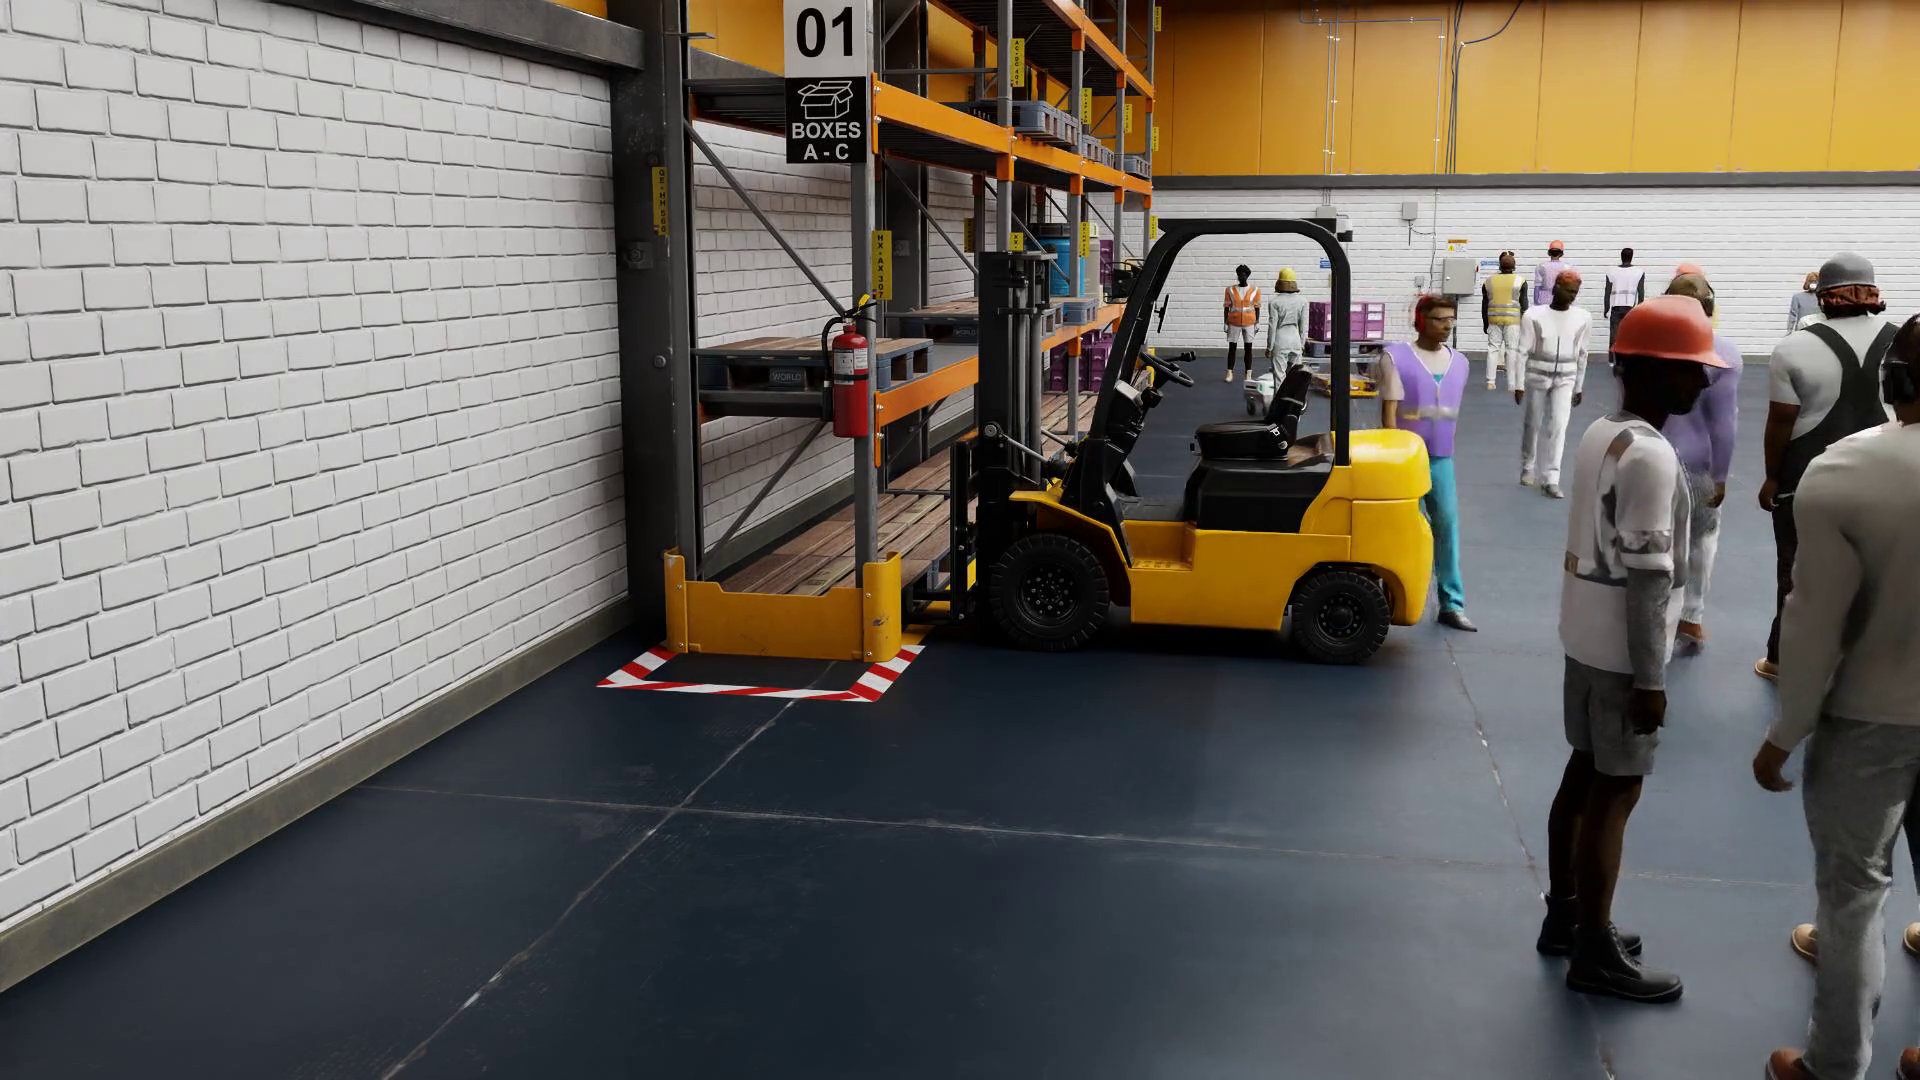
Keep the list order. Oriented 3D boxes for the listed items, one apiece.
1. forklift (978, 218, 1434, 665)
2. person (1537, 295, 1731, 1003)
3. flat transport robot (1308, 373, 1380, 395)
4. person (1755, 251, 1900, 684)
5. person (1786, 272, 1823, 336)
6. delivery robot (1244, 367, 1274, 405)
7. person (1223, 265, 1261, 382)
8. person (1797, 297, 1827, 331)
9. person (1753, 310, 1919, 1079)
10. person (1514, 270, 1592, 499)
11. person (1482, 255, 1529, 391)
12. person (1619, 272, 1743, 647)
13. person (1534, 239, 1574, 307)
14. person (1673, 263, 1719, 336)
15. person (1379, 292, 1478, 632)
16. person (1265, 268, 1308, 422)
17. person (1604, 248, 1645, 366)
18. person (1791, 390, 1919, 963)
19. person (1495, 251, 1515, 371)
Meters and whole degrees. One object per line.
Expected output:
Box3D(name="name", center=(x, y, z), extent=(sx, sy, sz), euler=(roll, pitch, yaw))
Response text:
Box3D(name="forklift", center=(1.285, -0.567, 8.635), extent=(2.313, 2.155, 1.214), euler=(2, 11, 11))
Box3D(name="person", center=(1.863, 0.295, 4.621), extent=(0.375, 1.934, 0.548), euler=(1, 10, 5))
Box3D(name="flat transport robot", center=(5.097, -2.079, 22.199), extent=(0.652, 0.197, 1.431), euler=(0, 10, -1))
Box3D(name="person", center=(4.054, -0.330, 7.756), extent=(0.679, 2.000, 0.537), euler=(1, 10, 7))
Box3D(name="person", center=(11.321, -2.755, 22.185), extent=(0.508, 1.634, 0.333), euler=(8, 13, 37))
Box3D(name="delivery robot", center=(3.678, -1.787, 19.560), extent=(0.707, 0.478, 0.477), euler=(-7, 12, -33))
Box3D(name="person", center=(4.048, -3.101, 23.897), extent=(0.540, 1.691, 0.318), euler=(2, 11, 11))
Box3D(name="person", center=(7.897, -1.492, 15.233), extent=(0.516, 1.636, 0.314), euler=(3, 11, 15))
Box3D(name="person", center=(2.216, 0.428, 3.887), extent=(0.659, 1.937, 0.363), euler=(1, 10, 3))
Box3D(name="person", center=(4.846, -1.299, 13.670), extent=(0.589, 1.834, 1.013), euler=(2, 11, 11))
Box3D(name="person", center=(7.448, -2.963, 22.727), extent=(0.625, 1.847, 0.429), euler=(7, 12, 32))
Box3D(name="person", center=(3.603, -0.377, 8.355), extent=(0.622, 1.908, 0.628), euler=(9, 14, 40))
Box3D(name="person", center=(9.665, -3.864, 27.120), extent=(0.615, 2.043, 0.373), euler=(3, 11, 17))
Box3D(name="person", center=(6.117, -1.386, 14.022), extent=(0.598, 1.860, 0.985), euler=(6, 12, 31))
Box3D(name="person", center=(2.502, -0.458, 9.145), extent=(0.564, 1.810, 0.967), euler=(-3, 11, -17))
Box3D(name="person", center=(3.678, -2.199, 18.816), extent=(0.484, 1.744, 0.295), euler=(-4, 11, -19))
Box3D(name="person", center=(10.724, -3.756, 26.876), extent=(0.597, 1.914, 0.372), euler=(4, 11, 22))
Box3D(name="person", center=(2.651, 0.332, 4.674), extent=(0.632, 1.842, 0.429), euler=(1, 10, 3))
Box3D(name="person", center=(8.523, -3.586, 26.076), extent=(0.328, 1.872, 0.515), euler=(-2, 10, -8))
